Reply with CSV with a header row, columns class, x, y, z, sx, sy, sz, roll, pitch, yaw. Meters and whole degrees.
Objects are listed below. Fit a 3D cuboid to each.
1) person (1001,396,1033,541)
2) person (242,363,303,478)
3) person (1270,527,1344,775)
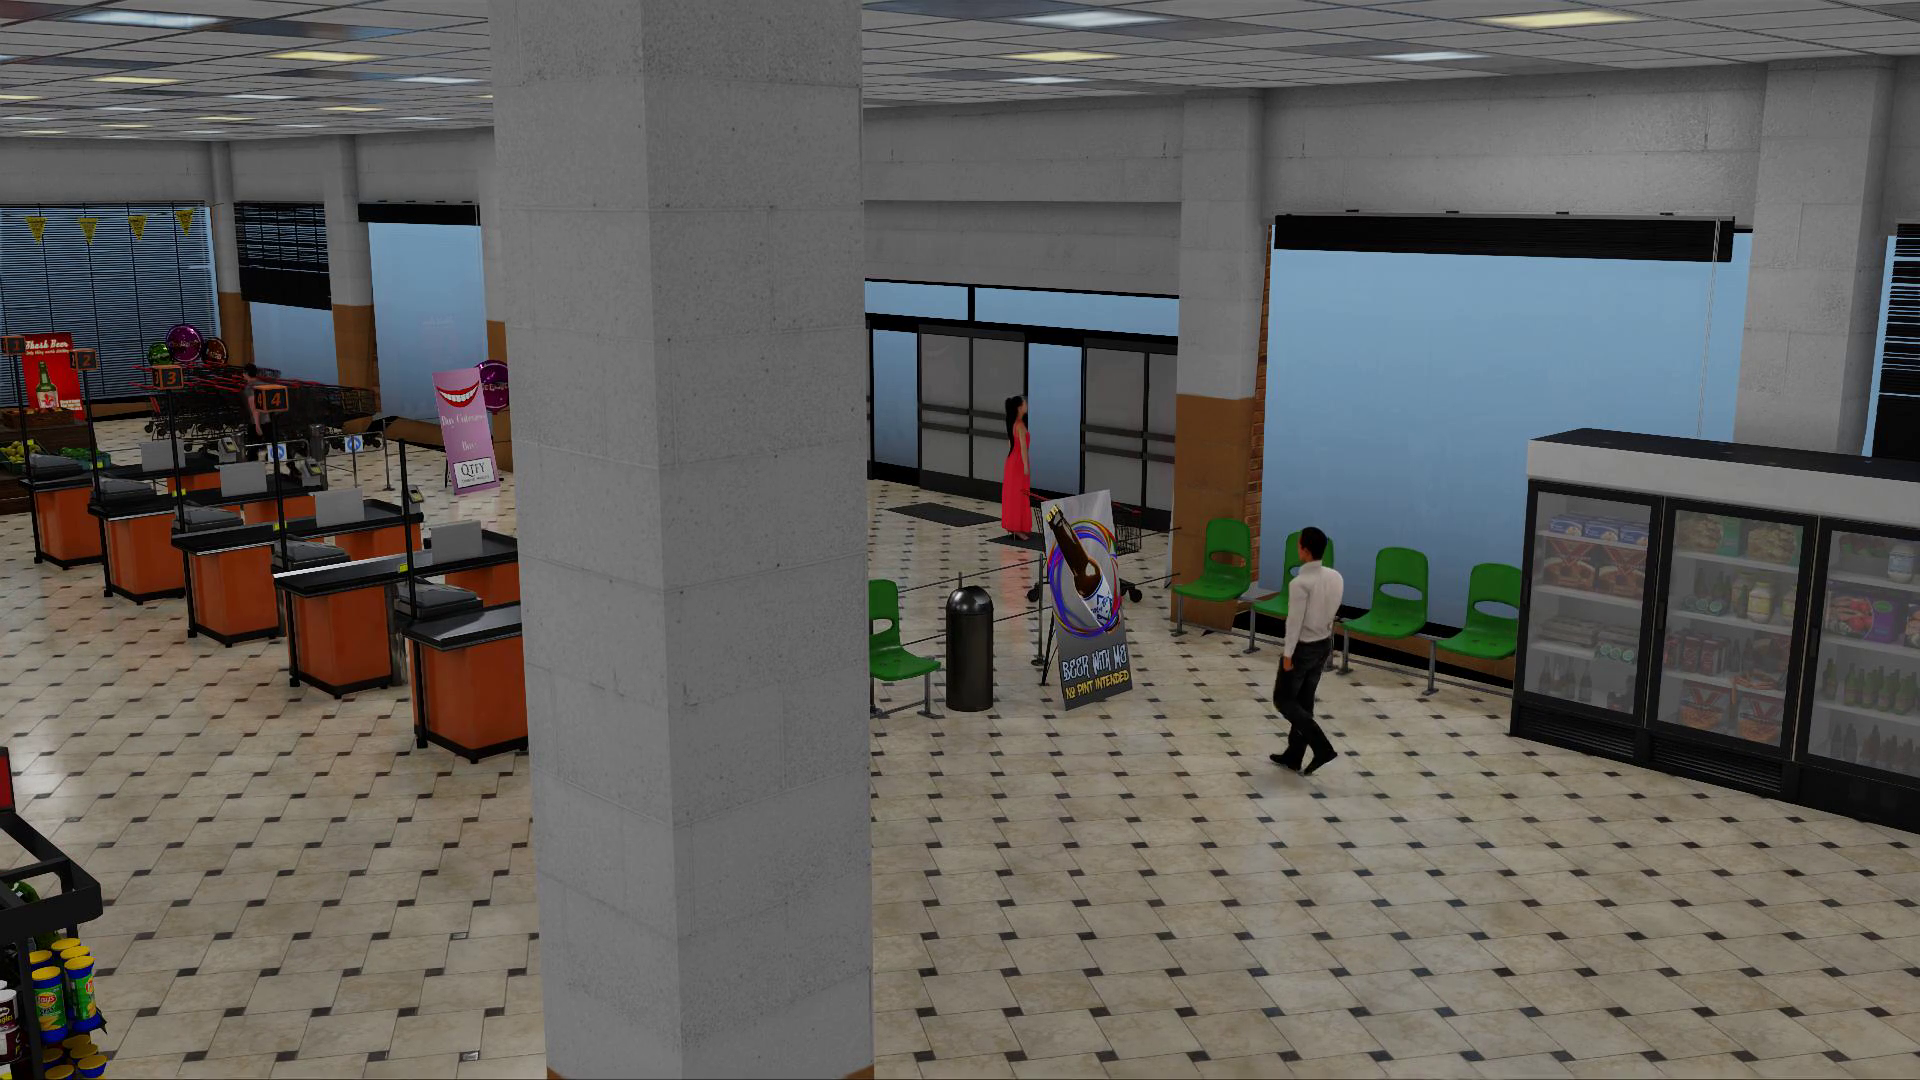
class,x,y,z,sx,sy,sz,roll,pitch,yaw
person,0.689,-0.865,19.873,0.715,1.726,0.706,-4,13,-18
person,-9.764,-1.614,23.487,1.062,1.702,1.174,3,12,13
person,2.500,0.810,11.738,0.850,1.799,0.790,-10,15,-39
